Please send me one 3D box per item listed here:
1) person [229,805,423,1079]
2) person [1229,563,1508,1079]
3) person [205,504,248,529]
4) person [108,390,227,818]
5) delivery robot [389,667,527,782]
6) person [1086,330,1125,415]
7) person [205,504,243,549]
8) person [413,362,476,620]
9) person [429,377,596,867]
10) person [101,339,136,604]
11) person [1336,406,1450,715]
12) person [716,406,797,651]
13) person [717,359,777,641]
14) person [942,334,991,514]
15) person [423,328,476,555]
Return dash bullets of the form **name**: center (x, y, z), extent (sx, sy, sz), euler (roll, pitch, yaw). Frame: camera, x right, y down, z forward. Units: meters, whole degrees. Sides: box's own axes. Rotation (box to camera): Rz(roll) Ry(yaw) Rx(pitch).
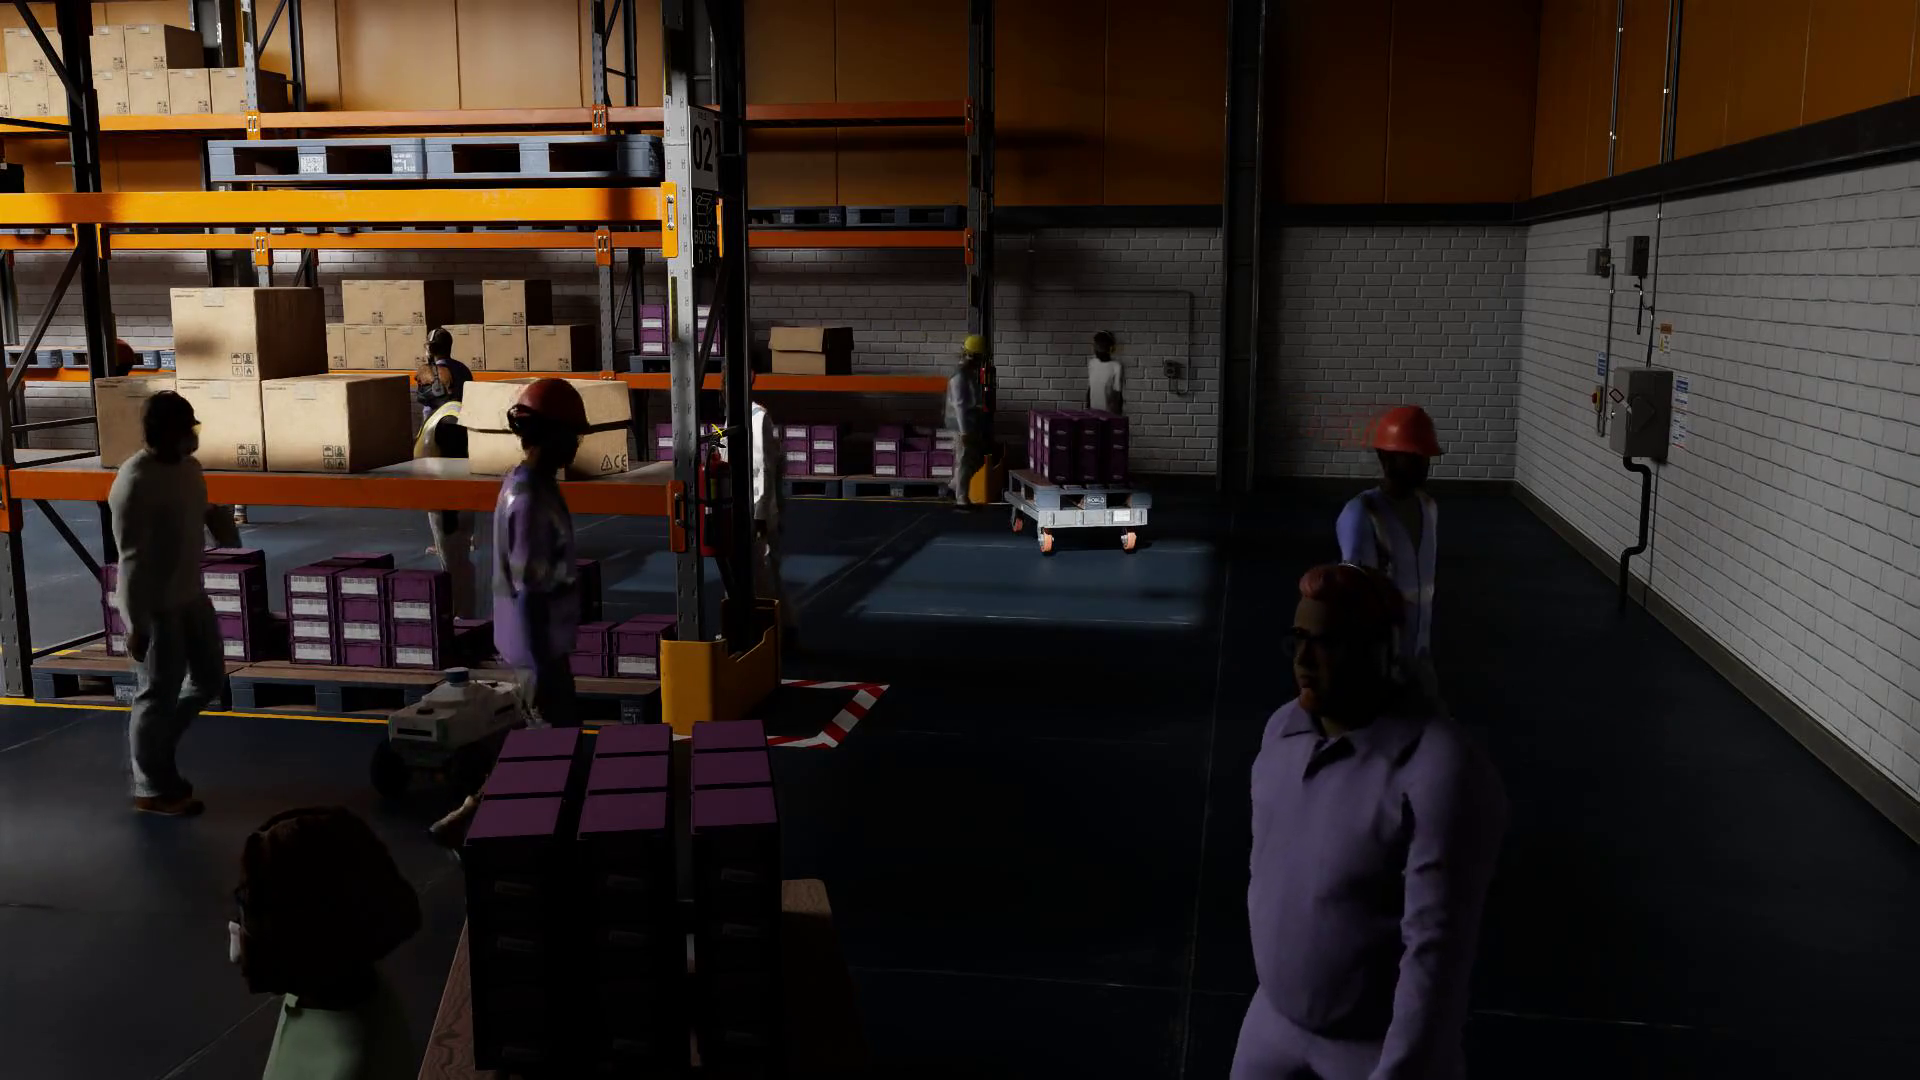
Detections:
- **person**: center (-0.927, 1.194, 2.535), extent (0.285, 1.633, 0.501), euler (-5, 11, -29)
- **person**: center (0.787, 0.960, 3.328), extent (1.028, 1.858, 0.643), euler (-6, 11, -33)
- **person**: center (-6.965, -1.029, 15.682), extent (0.429, 1.843, 0.633), euler (0, 9, 3)
- **person**: center (-3.492, 0.293, 7.276), extent (0.488, 1.909, 0.652), euler (0, 9, 2)
- **delivery robot**: center (-2.342, 0.838, 7.789), extent (0.477, 0.478, 0.707), euler (3, 10, 17)
- **person**: center (1.409, -1.199, 16.745), extent (0.421, 1.836, 0.606), euler (-8, 12, -39)
- **person**: center (-5.128, -0.214, 11.282), extent (0.378, 1.626, 0.523), euler (3, 10, 17)
- **person**: center (-3.318, -0.223, 10.714), extent (0.429, 1.837, 0.629), euler (-4, 10, -23)
- **person**: center (-1.621, 0.395, 6.297), extent (0.717, 2.015, 0.648), euler (-2, 9, -11)
- **person**: center (-5.978, -0.467, 11.894), extent (0.545, 1.941, 0.352), euler (9, 13, 43)
- **person**: center (1.689, 0.396, 6.711), extent (0.555, 1.900, 0.992), euler (-6, 11, -32)
- **person**: center (-1.311, -0.090, 10.567), extent (0.528, 1.610, 0.722), euler (-6, 11, -32)
- **person**: center (-1.331, -0.199, 10.406), extent (0.346, 1.881, 0.578), euler (-5, 10, -27)
- **person**: center (0.087, -1.140, 16.515), extent (0.462, 1.798, 0.624), euler (3, 10, 16)
- **person**: center (-4.377, -0.836, 14.185), extent (0.354, 1.938, 0.636), euler (3, 10, 16)
